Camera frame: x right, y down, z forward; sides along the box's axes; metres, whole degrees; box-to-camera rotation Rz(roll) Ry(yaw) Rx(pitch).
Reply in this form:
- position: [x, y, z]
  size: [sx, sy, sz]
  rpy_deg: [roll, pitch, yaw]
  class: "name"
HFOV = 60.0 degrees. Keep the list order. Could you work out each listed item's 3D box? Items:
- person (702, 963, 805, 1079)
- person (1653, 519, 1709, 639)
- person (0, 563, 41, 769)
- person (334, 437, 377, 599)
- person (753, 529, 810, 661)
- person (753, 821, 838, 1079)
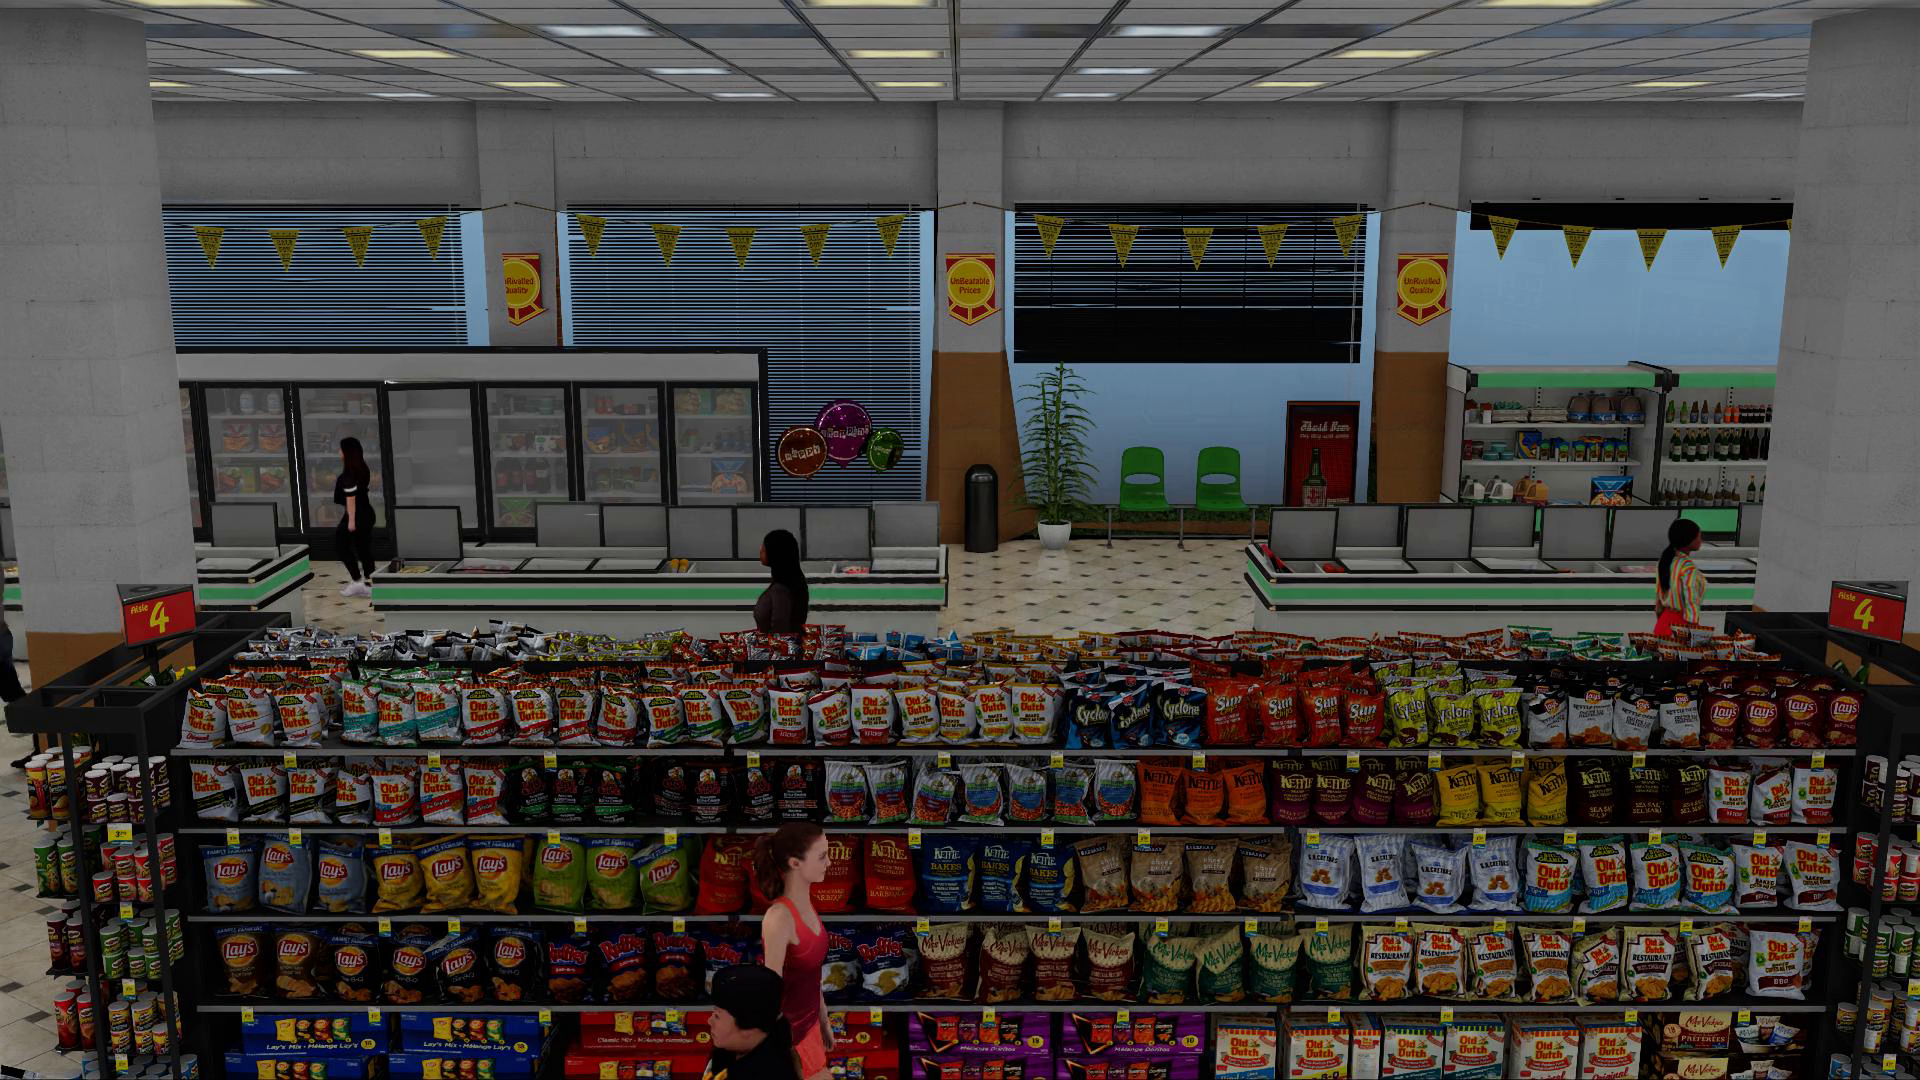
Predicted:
- position: [-0.589, 2.151, 5.334]
  size: [0.705, 1.662, 0.734]
  rpy_deg: [-2, 12, -9]
  class: "person"
- position: [5.053, 0.728, 11.774]
  size: [0.576, 1.792, 0.639]
  rpy_deg: [-2, 12, -10]
  class: "person"
- position: [-6.629, 0.751, 11.508]
  size: [1.263, 1.858, 0.953]
  rpy_deg: [-3, 12, -16]
  class: "person"
- position: [-5.962, -0.213, 16.646]
  size: [0.611, 1.627, 0.642]
  rpy_deg: [1, 12, 7]
  class: "person"
- position: [-1.067, 0.848, 11.164]
  size: [1.025, 1.809, 0.660]
  rpy_deg: [0, 12, -1]
  class: "person"
- position: [-0.713, 1.904, 6.328]
  size: [0.690, 1.736, 0.609]
  rpy_deg: [1, 12, 6]
  class: "person"
